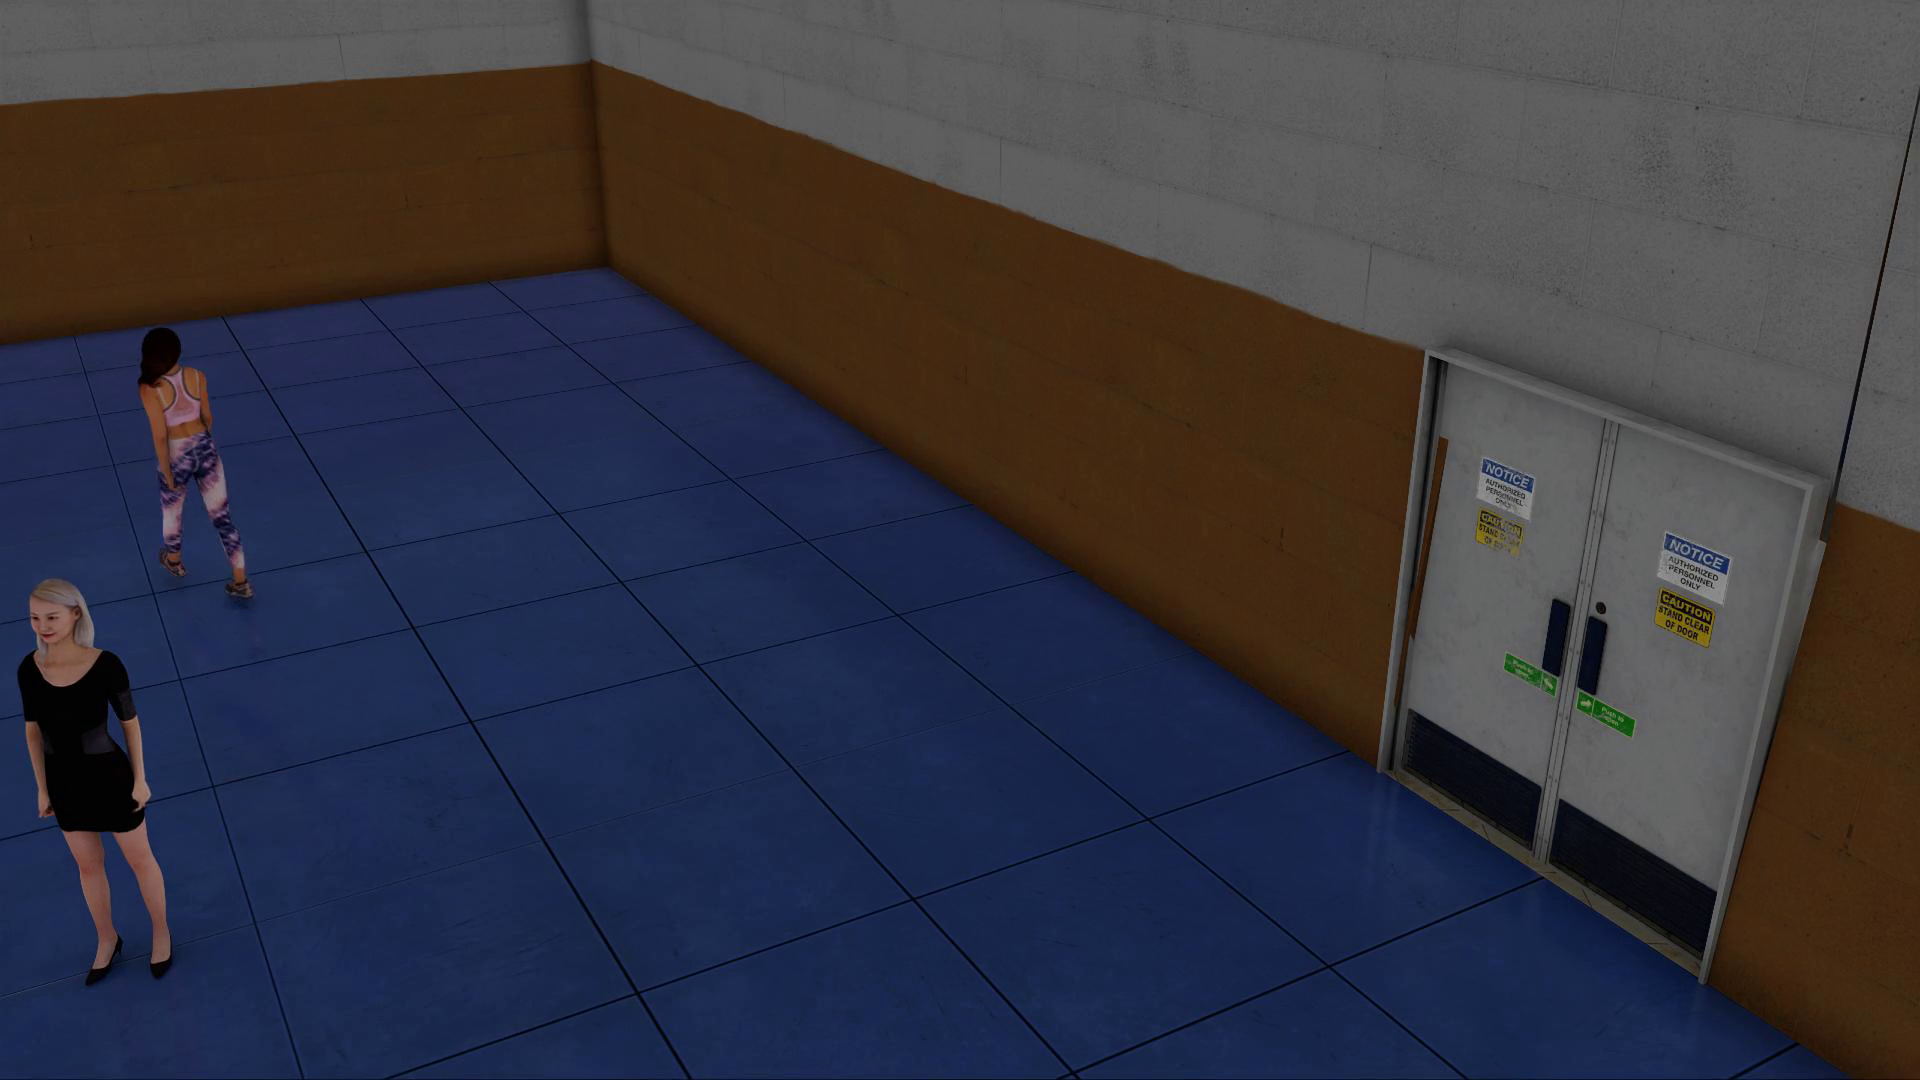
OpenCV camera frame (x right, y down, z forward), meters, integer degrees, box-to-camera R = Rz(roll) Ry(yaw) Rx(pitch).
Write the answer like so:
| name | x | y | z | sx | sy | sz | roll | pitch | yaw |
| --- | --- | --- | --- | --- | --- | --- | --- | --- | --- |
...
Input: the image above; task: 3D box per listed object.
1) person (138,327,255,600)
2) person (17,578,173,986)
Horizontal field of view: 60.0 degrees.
| name | x | y | z | sx | sy | sz | roll | pitch | yaw |
| --- | --- | --- | --- | --- | --- | --- | --- | --- | --- |
| person | -4.725 | -0.428 | 10.317 | 0.903 | 1.716 | 1.161 | 20 | 31 | 38 |
| person | -3.588 | 1.008 | 6.893 | 0.565 | 1.830 | 0.712 | -3 | 24 | -7 |
